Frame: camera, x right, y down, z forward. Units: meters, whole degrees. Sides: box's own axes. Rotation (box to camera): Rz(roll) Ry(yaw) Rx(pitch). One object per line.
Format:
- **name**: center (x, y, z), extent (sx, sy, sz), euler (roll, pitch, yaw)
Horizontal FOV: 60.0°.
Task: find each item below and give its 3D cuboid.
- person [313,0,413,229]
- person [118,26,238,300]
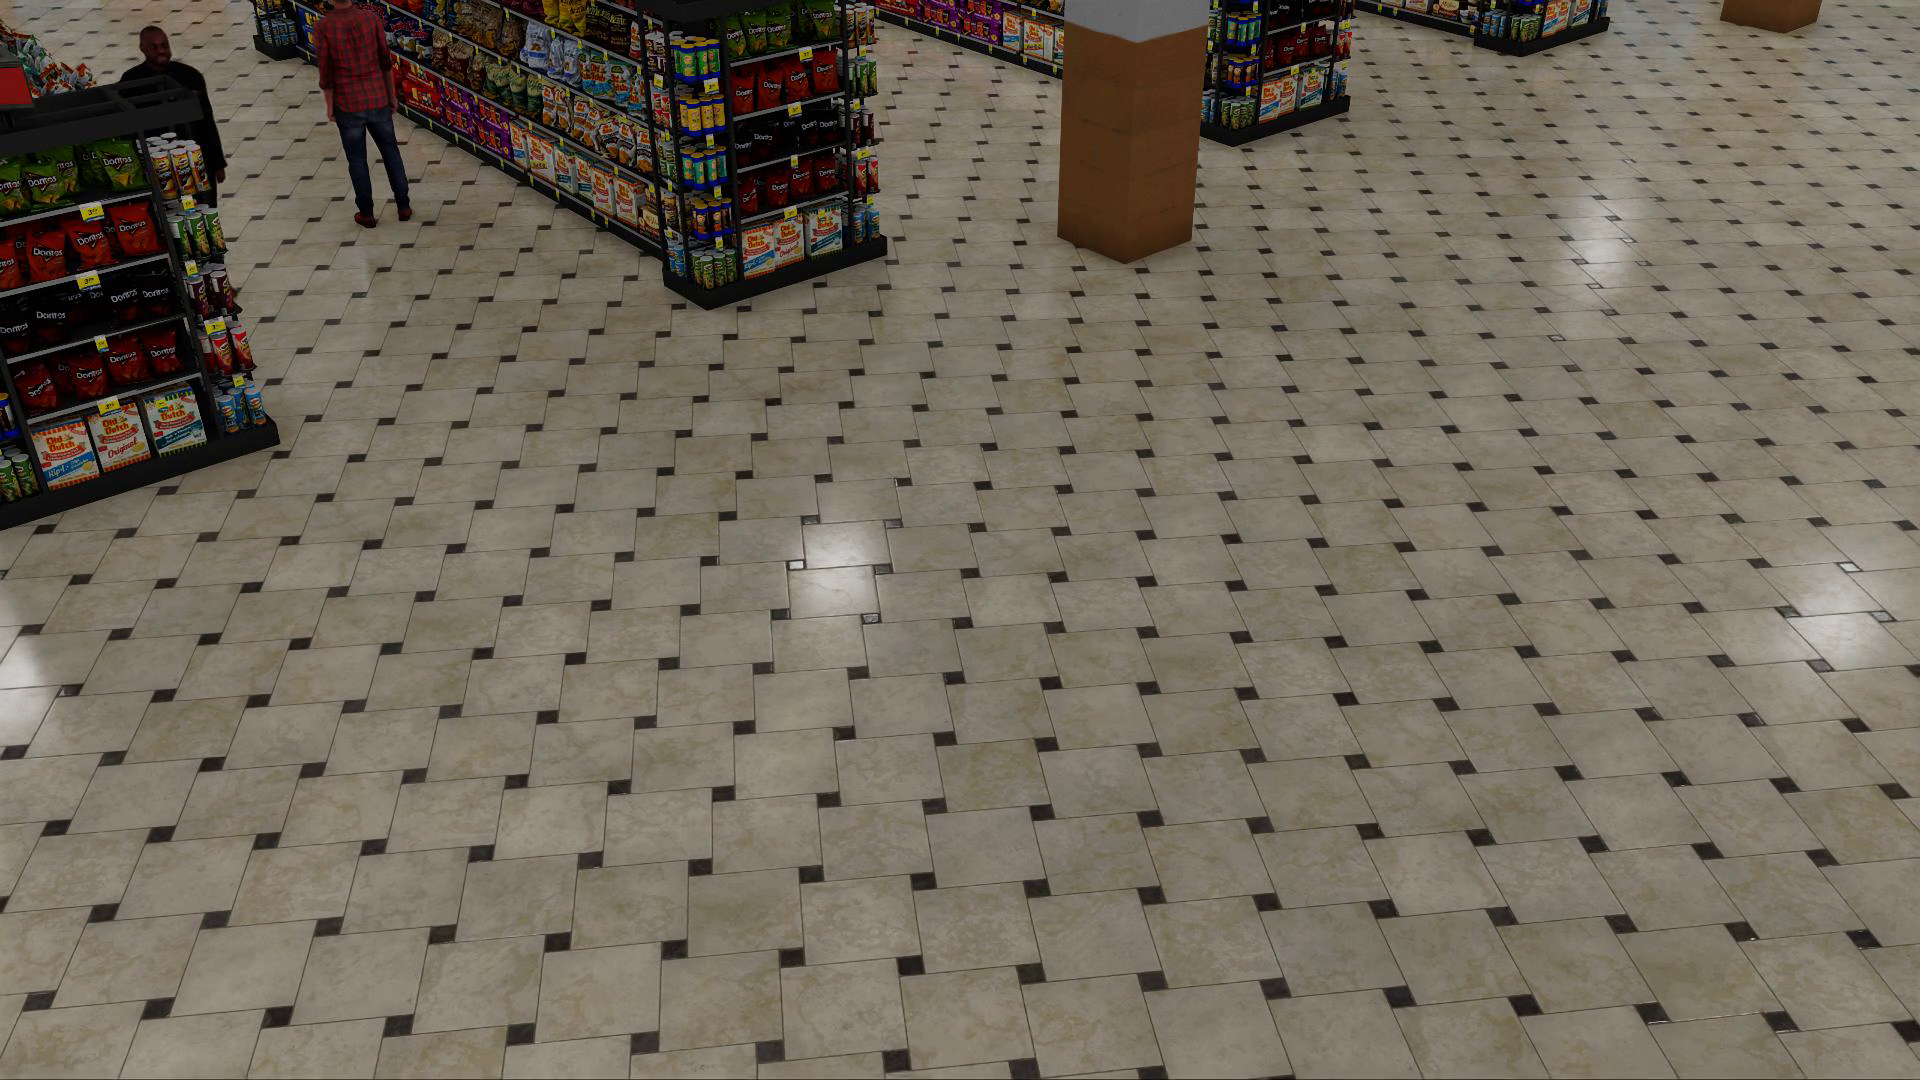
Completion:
- **person**: center (-4.321, -3.182, 12.000), extent (0.719, 1.831, 0.587), euler (-18, 36, -27)
- **person**: center (-5.093, -2.447, 10.841), extent (0.702, 1.807, 0.702), euler (-23, 39, -32)
